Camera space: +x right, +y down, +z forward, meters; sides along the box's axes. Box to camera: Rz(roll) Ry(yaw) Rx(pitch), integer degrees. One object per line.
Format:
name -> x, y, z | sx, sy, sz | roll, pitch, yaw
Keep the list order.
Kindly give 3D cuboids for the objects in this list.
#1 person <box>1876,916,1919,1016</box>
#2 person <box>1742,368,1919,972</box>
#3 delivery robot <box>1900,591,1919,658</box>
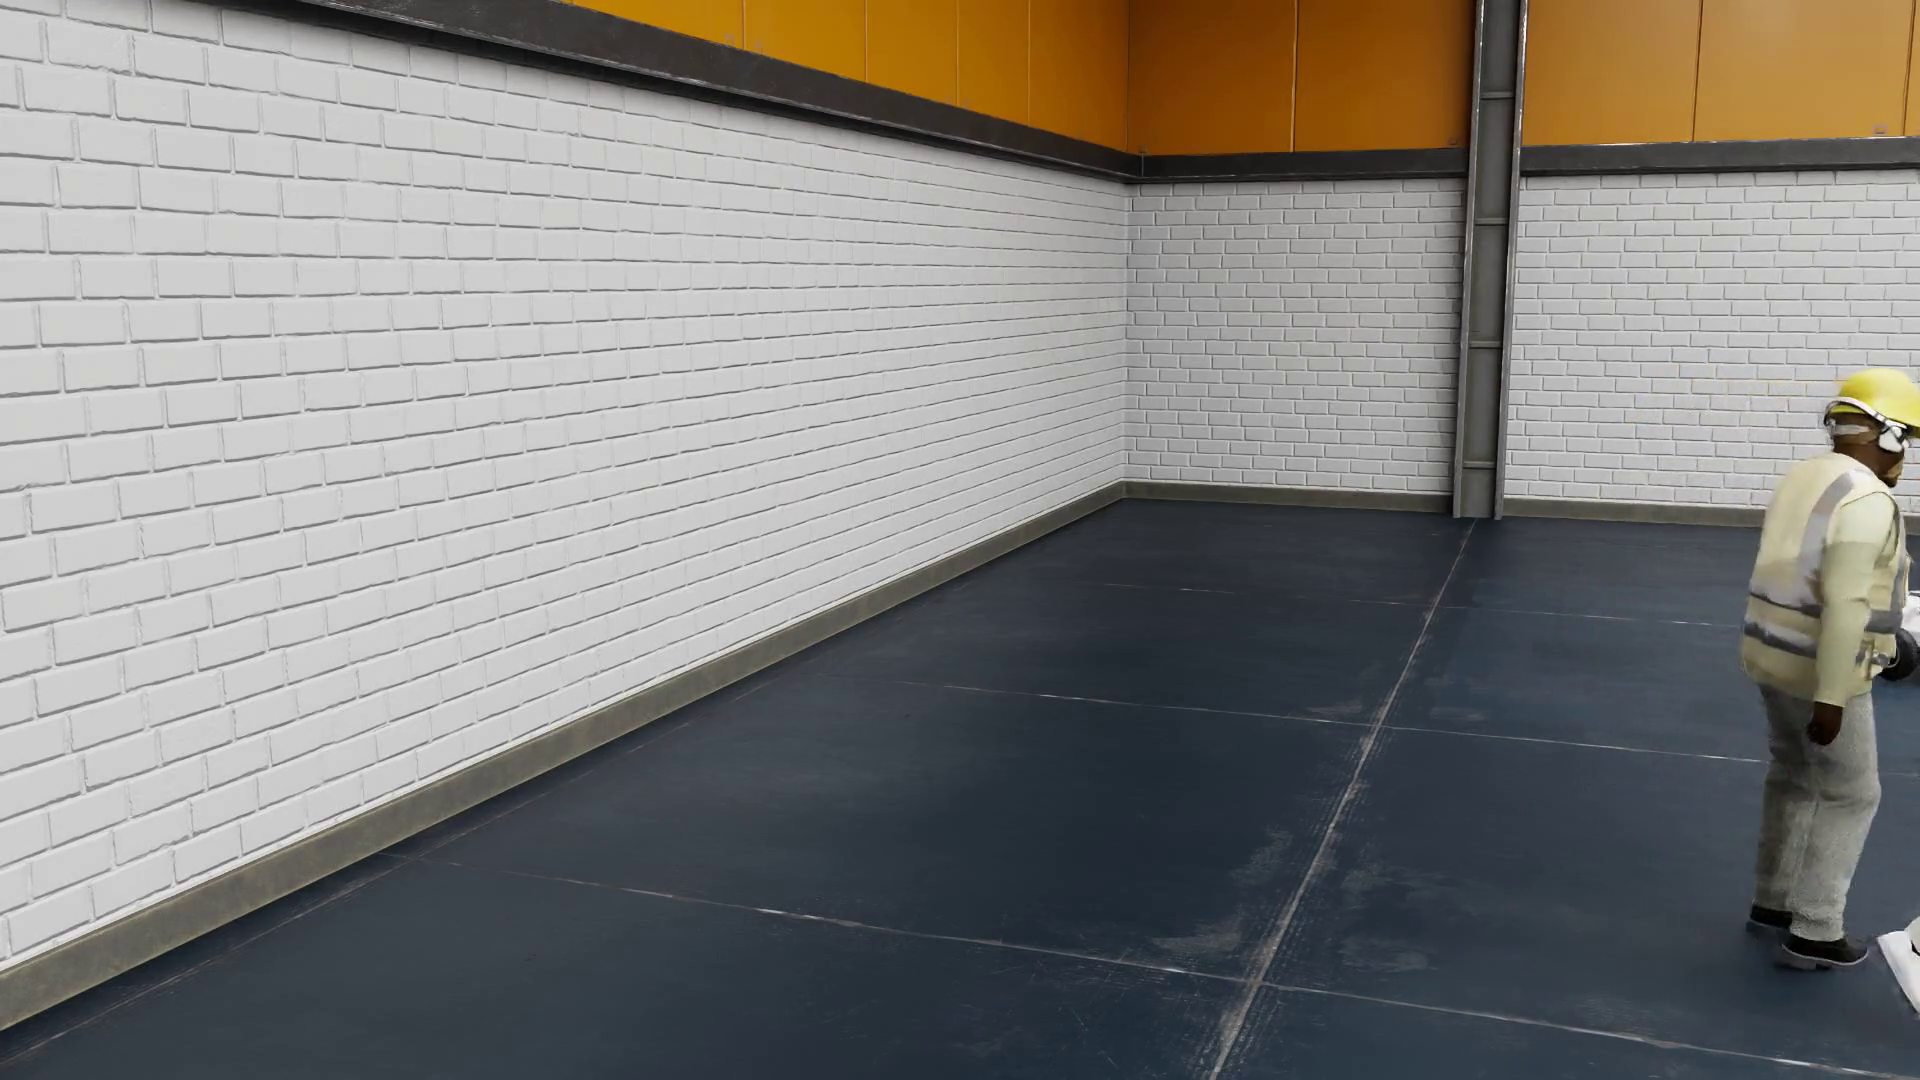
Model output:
person -> 2.820, 0.552, 4.487 | 0.528, 1.619, 0.510 | 1, 9, 5
person -> 2.591, 0.392, 4.949 | 0.485, 1.797, 0.662 | 0, 9, 0
delivery robot -> 5.056, 0.421, 8.369 | 0.477, 0.478, 0.707 | -5, 10, -27
